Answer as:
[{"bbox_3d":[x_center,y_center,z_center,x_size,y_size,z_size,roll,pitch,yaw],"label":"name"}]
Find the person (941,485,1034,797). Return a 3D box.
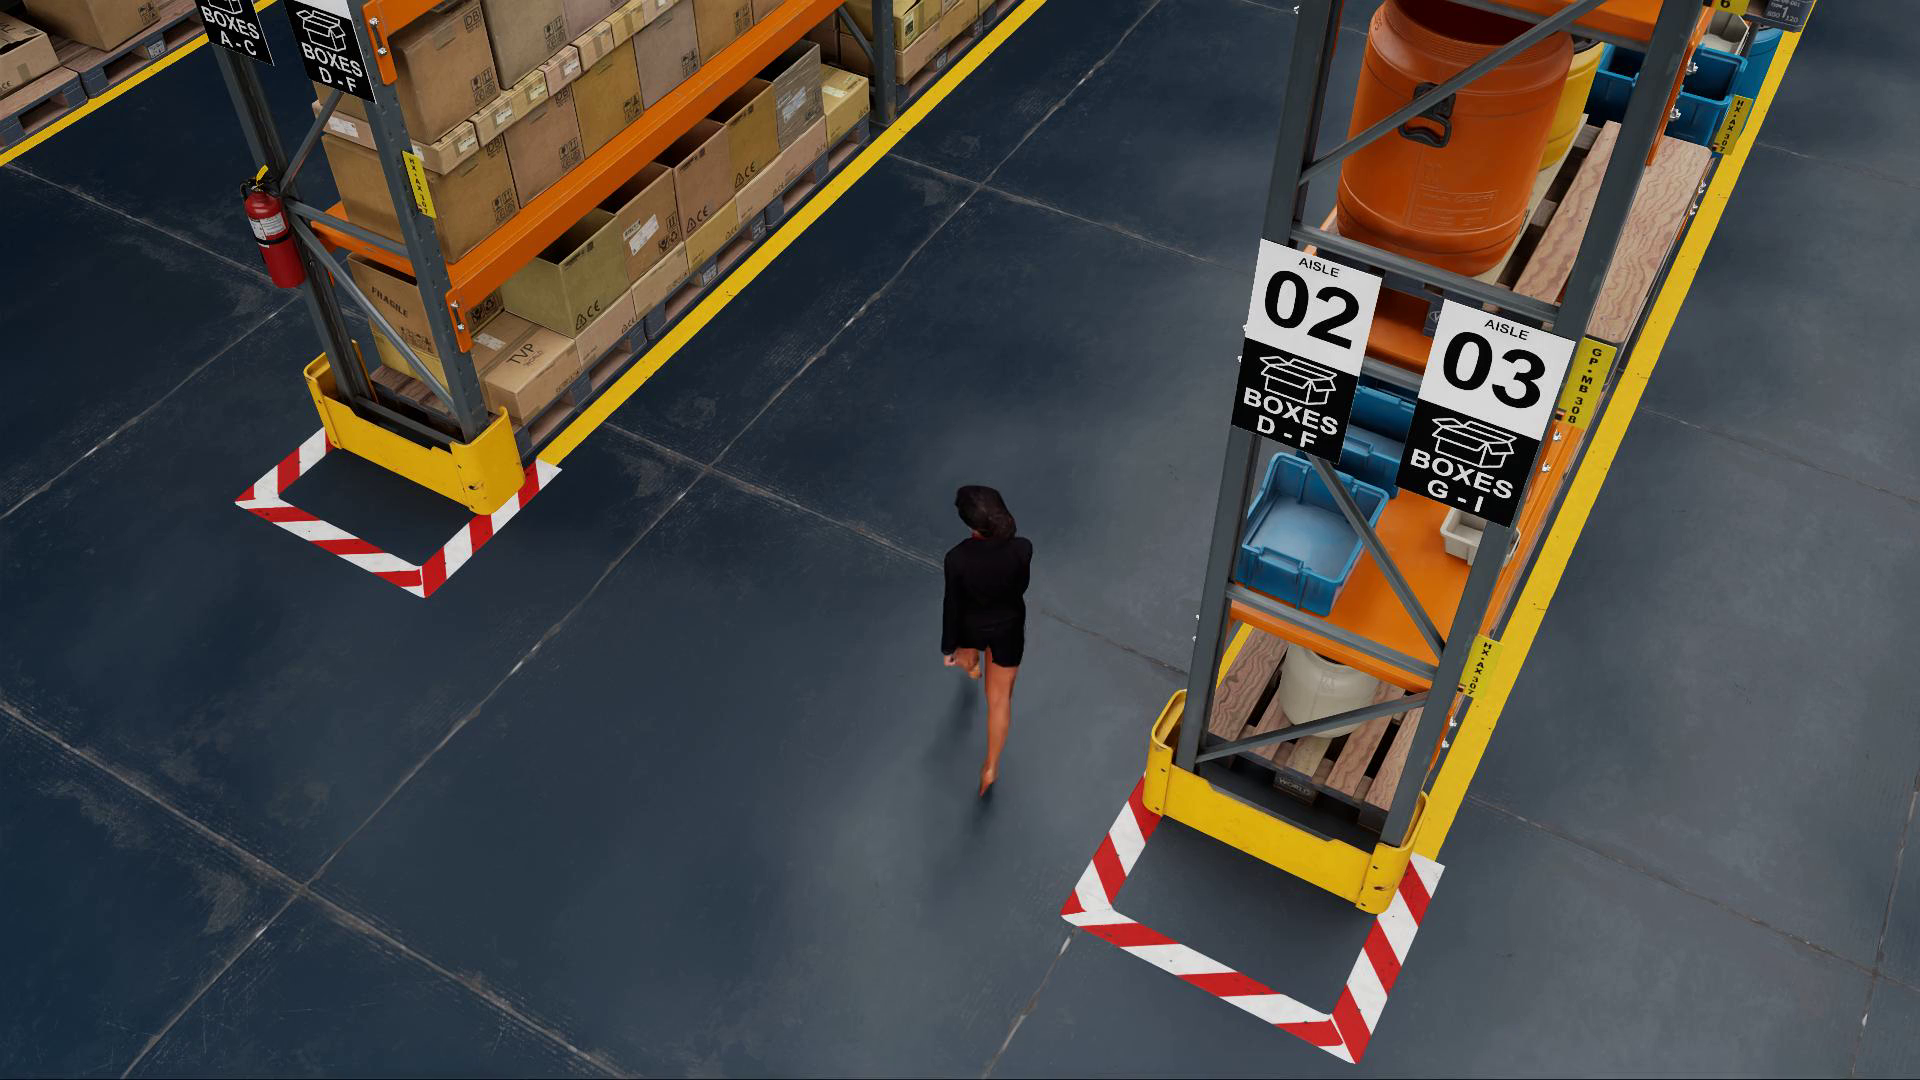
[{"bbox_3d":[0.141,0.477,7.115,0.935,1.583,1.114,-3,47,-3],"label":"person"}]
